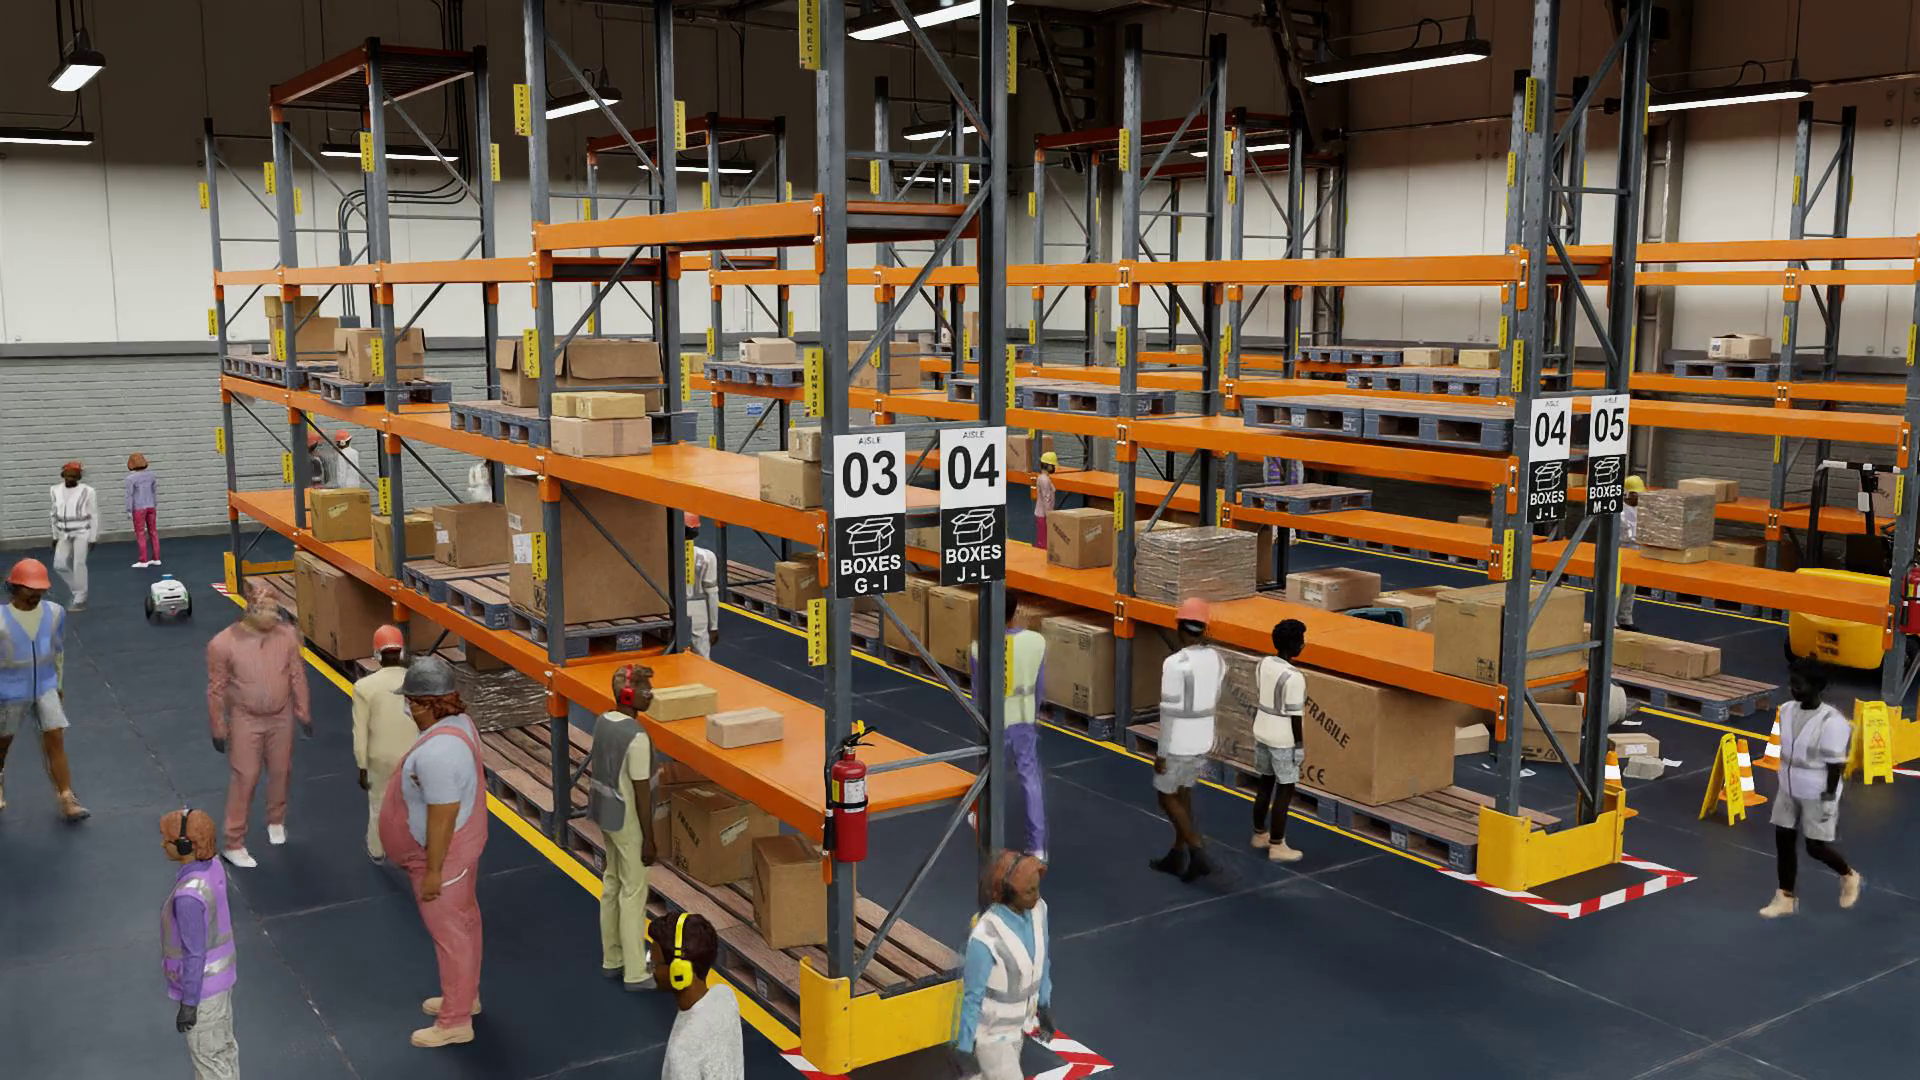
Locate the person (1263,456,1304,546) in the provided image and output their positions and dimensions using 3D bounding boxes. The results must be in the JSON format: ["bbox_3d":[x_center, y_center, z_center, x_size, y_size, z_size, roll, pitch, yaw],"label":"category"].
[{"bbox_3d":[4.978,-0.832,25.566,0.626,1.844,0.429,4,9,26],"label":"person"}]

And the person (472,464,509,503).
[{"bbox_3d":[-5.491,-0.018,19.971,0.673,1.890,0.428,-6,10,-33],"label":"person"}]

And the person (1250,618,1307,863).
[{"bbox_3d":[2.200,1.369,11.425,0.320,1.685,0.541,-3,9,-18],"label":"person"}]

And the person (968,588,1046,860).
[{"bbox_3d":[0.333,1.258,11.592,0.592,1.866,1.051,-3,9,-18],"label":"person"}]

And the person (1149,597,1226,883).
[{"bbox_3d":[1.516,1.335,10.975,0.592,1.907,0.558,-7,11,-41],"label":"person"}]

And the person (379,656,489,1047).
[{"bbox_3d":[-2.746,1.604,8.683,0.536,2.000,0.682,-1,9,-6],"label":"person"}]

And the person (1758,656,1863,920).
[{"bbox_3d":[5.304,1.539,10.302,0.561,1.677,0.532,-3,9,-18],"label":"person"}]

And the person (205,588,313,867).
[{"bbox_3d":[-4.866,1.268,11.561,0.598,1.864,0.681,7,11,39],"label":"person"}]

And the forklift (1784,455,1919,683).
[{"bbox_3d":[9.643,0.253,17.172,2.313,2.155,1.214,-6,10,-33],"label":"forklift"}]

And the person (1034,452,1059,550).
[{"bbox_3d":[1.162,-0.304,22.324,0.325,1.760,0.523,-1,9,-5],"label":"person"}]

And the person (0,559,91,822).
[{"bbox_3d":[-6.942,1.100,12.353,1.182,1.966,0.628,7,11,40],"label":"person"}]

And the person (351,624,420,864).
[{"bbox_3d":[-3.748,1.412,11.063,0.590,1.702,0.953,-6,10,-33],"label":"person"}]

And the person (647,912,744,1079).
[{"bbox_3d":[-0.879,2.155,5.635,0.328,1.861,0.507,1,9,8],"label":"person"}]

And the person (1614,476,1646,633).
[{"bbox_3d":[7.581,0.178,18.875,0.602,1.827,0.404,-5,10,-30],"label":"person"}]

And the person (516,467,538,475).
[{"bbox_3d":[-6.123,-0.550,24.003,0.527,1.752,0.555,1,9,6],"label":"person"}]

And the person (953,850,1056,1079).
[{"bbox_3d":[0.096,2.058,7.102,0.761,1.601,0.533,5,10,29],"label":"person"}]

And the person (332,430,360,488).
[{"bbox_3d":[-9.600,-0.852,26.024,0.349,1.743,0.563,0,9,3],"label":"person"}]

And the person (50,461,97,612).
[{"bbox_3d":[-10.795,-0.039,20.219,0.613,1.858,0.420,1,9,7],"label":"person"}]

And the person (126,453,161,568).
[{"bbox_3d":[-11.578,-0.421,23.551,0.280,1.625,0.493,4,9,24],"label":"person"}]

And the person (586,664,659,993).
[{"bbox_3d":[-1.878,1.606,9.324,0.391,1.841,0.564,-6,10,-35],"label":"person"}]

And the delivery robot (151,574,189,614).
[{"bbox_3d":[-9.345,0.649,19.652,0.477,0.478,0.707,-5,10,-30],"label":"delivery robot"}]

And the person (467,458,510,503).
[{"bbox_3d":[-6.394,-0.412,22.630,0.606,1.882,0.807,2,9,14],"label":"person"}]

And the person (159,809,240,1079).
[{"bbox_3d":[-3.385,1.993,7.423,0.308,1.641,0.517,-2,9,-16],"label":"person"}]
